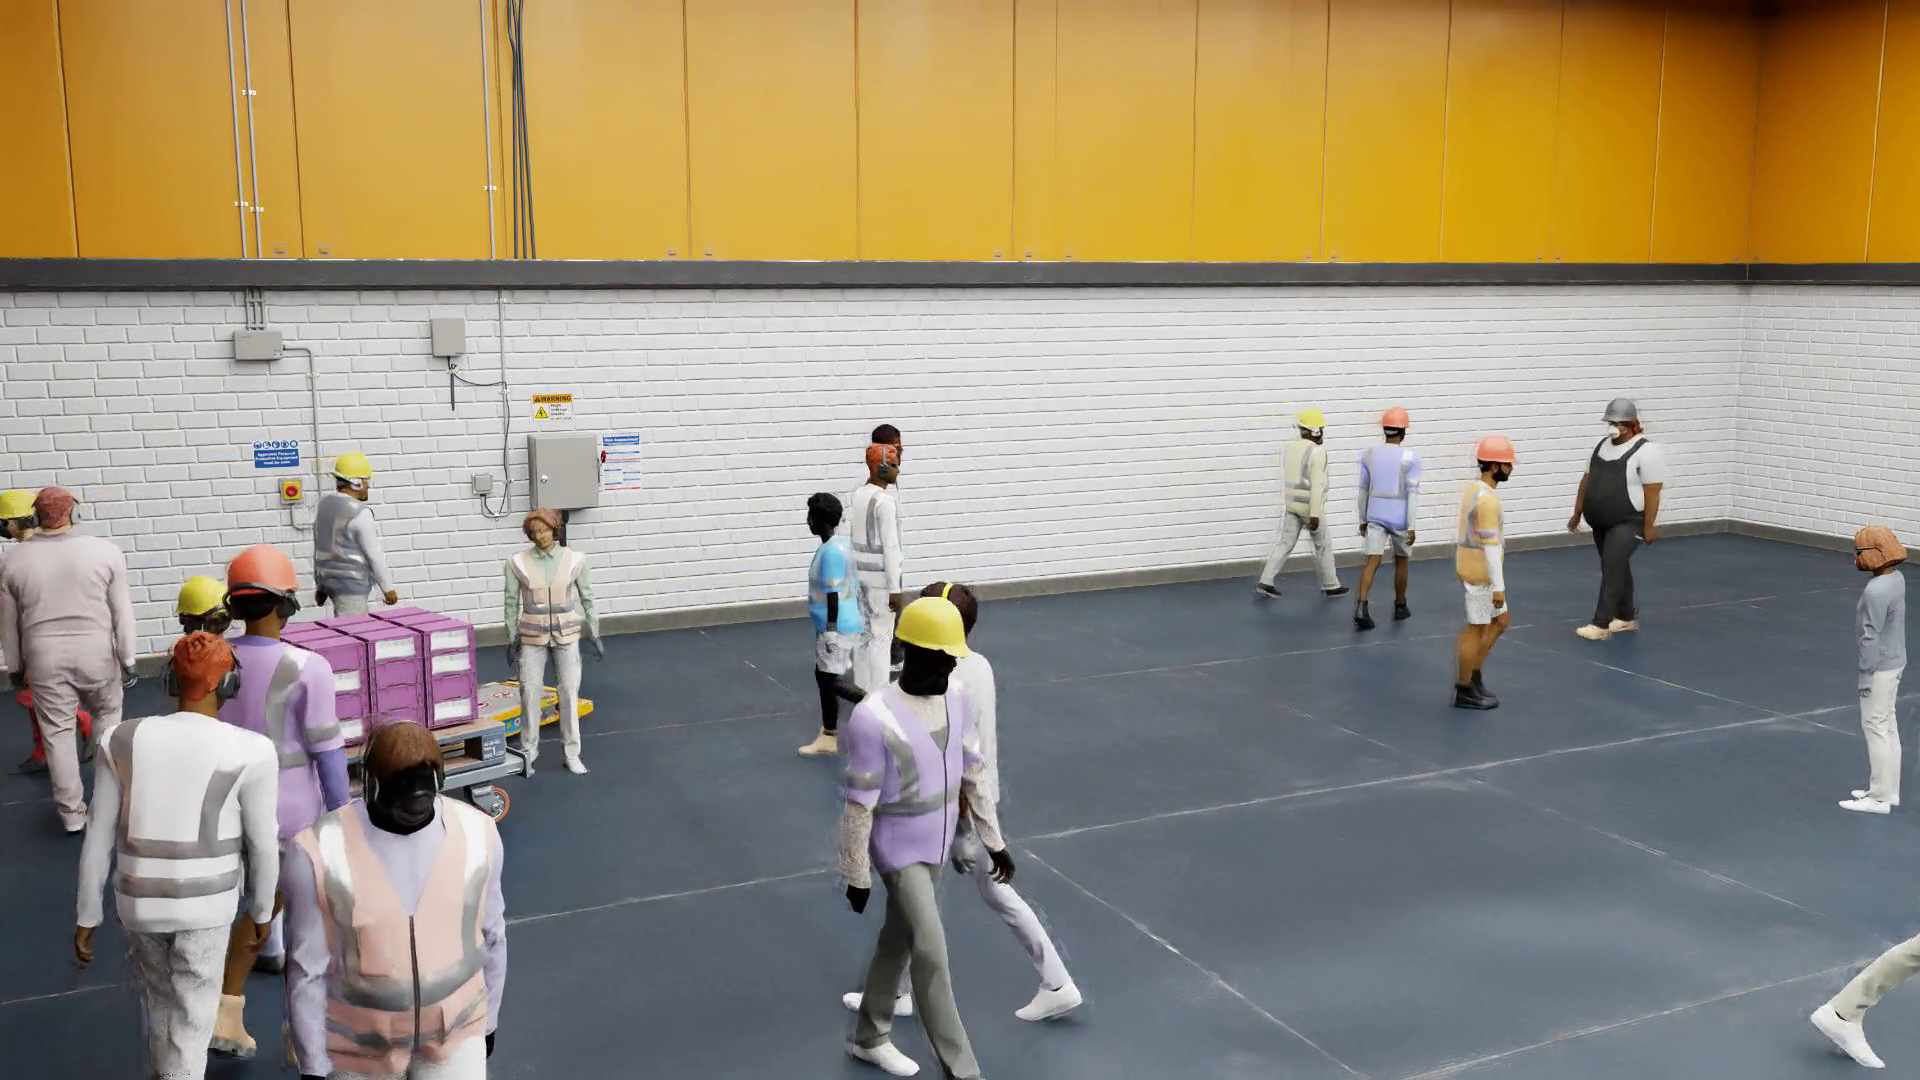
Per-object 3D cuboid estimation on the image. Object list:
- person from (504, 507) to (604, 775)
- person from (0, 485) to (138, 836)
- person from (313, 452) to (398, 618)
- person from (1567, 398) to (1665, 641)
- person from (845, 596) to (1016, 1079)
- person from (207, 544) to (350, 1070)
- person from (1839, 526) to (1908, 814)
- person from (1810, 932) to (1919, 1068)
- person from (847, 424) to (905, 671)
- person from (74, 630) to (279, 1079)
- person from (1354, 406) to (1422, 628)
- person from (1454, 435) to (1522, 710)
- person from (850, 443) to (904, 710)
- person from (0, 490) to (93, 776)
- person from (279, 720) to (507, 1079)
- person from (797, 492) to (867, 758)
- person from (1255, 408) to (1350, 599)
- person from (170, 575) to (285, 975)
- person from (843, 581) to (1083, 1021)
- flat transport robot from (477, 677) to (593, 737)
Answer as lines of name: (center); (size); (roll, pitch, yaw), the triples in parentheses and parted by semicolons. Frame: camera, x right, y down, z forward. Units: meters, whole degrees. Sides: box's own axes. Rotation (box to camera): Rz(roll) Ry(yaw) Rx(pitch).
person: (-2.452, 0.612, 10.076); (0.599, 1.636, 0.409); (-3, 10, -18)
person: (-4.852, 0.634, 9.085); (0.661, 1.886, 0.610); (-4, 10, -23)
person: (-4.117, 0.292, 11.486); (0.744, 1.800, 0.586); (-9, 13, -44)
person: (5.367, -0.202, 13.820); (0.928, 2.000, 0.698); (-3, 10, -20)
person: (-0.082, 1.135, 6.046); (0.933, 1.877, 0.586); (6, 11, 34)
person: (-2.576, 1.027, 6.262); (0.640, 2.031, 0.448); (3, 10, 19)
person: (5.163, 0.725, 9.375); (0.302, 1.623, 0.495); (8, 12, 41)
person: (3.682, 1.150, 6.104); (0.937, 1.835, 0.534); (6, 11, 33)
person: (-0.620, 0.074, 12.528); (0.629, 1.907, 0.604); (1, 9, 6)
person: (-2.582, 1.222, 5.603); (0.637, 1.841, 0.789); (0, 9, -1)
person: (3.645, -0.196, 14.237); (0.555, 1.903, 0.962); (6, 11, 34)
person: (3.647, 0.236, 11.463); (0.452, 1.921, 0.579); (1, 9, 9)
person: (-0.556, 0.282, 11.304); (0.338, 1.882, 0.583); (-5, 10, -27)
person: (-5.502, 0.561, 9.998); (0.480, 1.755, 0.523); (-6, 11, -34)
person: (-1.602, 1.374, 4.759); (0.621, 1.818, 0.851); (-5, 10, -28)
person: (-0.721, 0.534, 10.370); (0.548, 1.675, 0.553); (-2, 9, -9)
person: (3.169, -0.327, 15.403); (0.935, 1.790, 0.614); (-4, 10, -23)
person: (-3.236, 1.015, 7.165); (0.722, 1.740, 0.554); (4, 10, 21)
person: (0.039, 1.060, 6.677); (0.973, 1.829, 0.548); (3, 10, 16)
flat transport robot: (-3.135, 1.154, 10.882); (0.652, 0.197, 1.431); (5, 11, 29)
